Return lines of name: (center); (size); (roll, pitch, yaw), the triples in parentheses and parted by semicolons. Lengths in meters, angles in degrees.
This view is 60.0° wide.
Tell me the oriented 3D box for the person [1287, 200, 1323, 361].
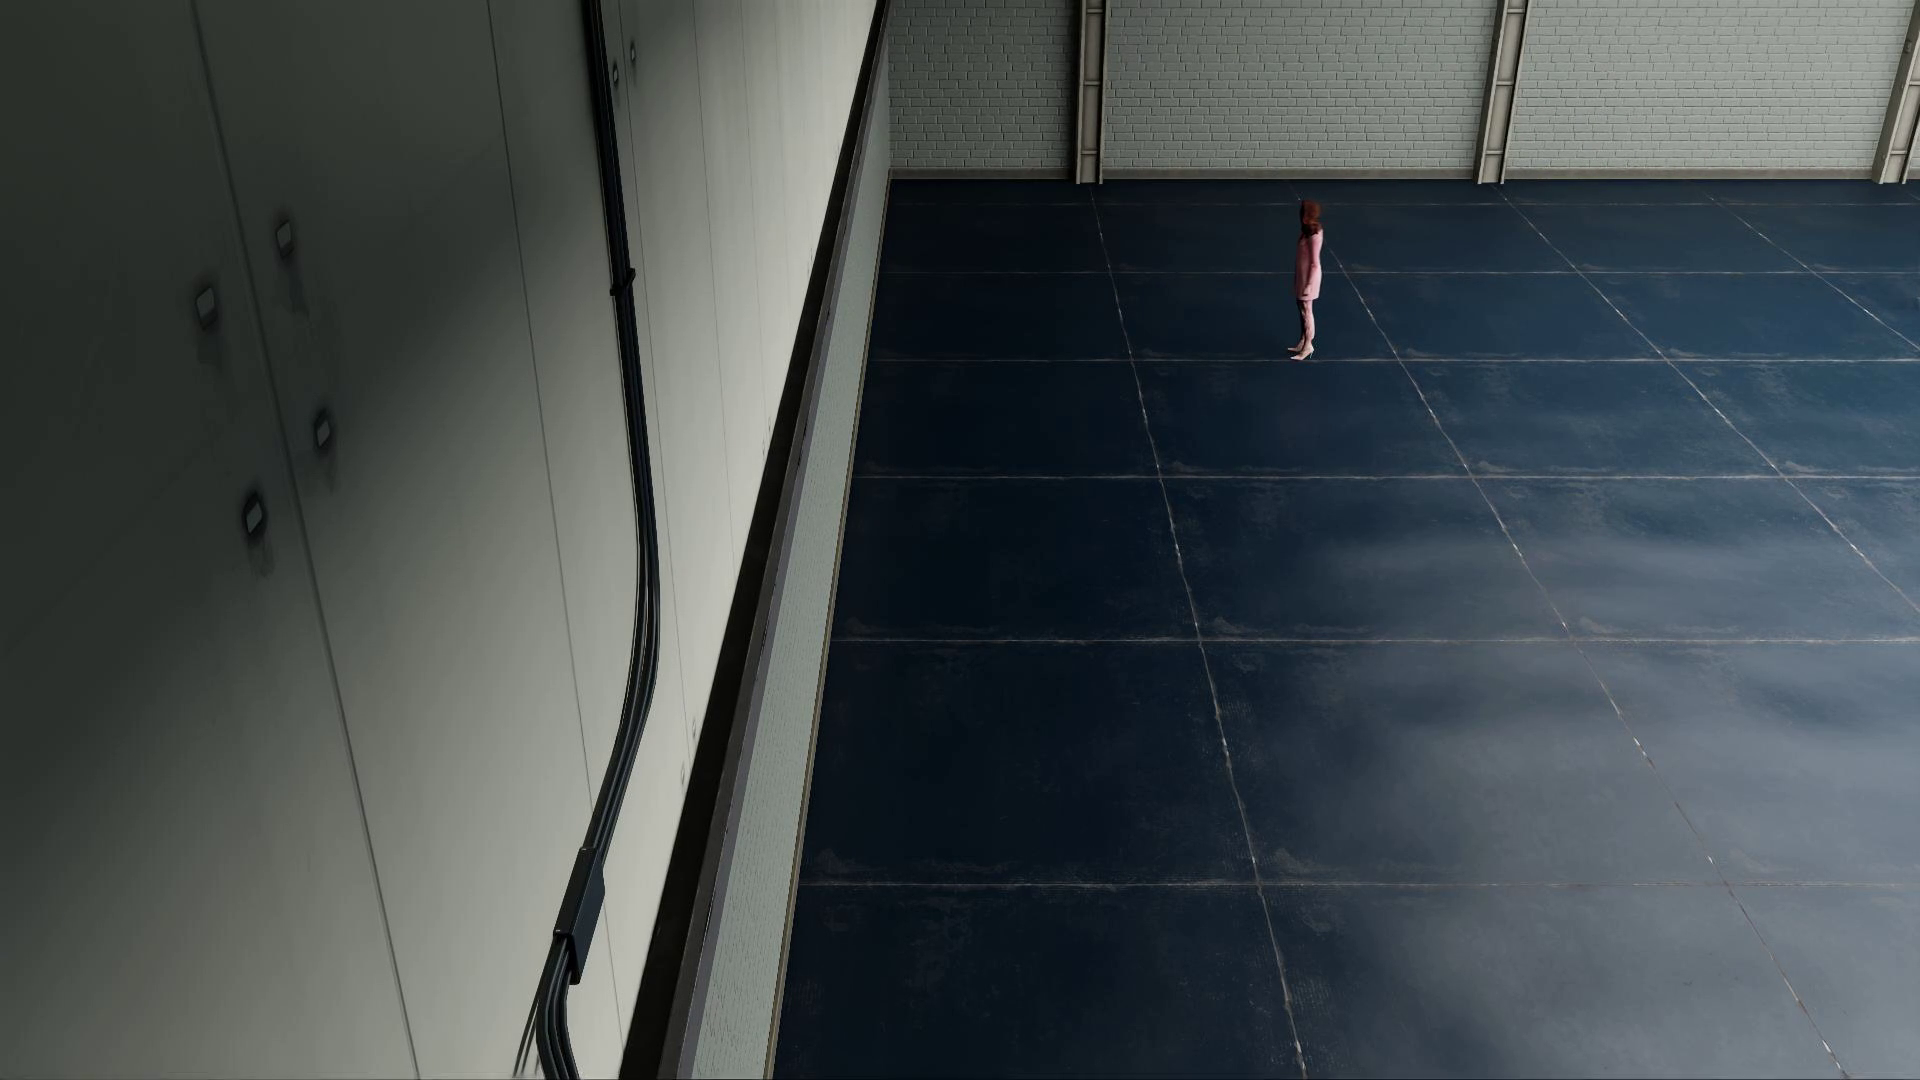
person: (3.829, -2.866, 18.310); (0.530, 1.800, 0.630); (2, 28, 4)
